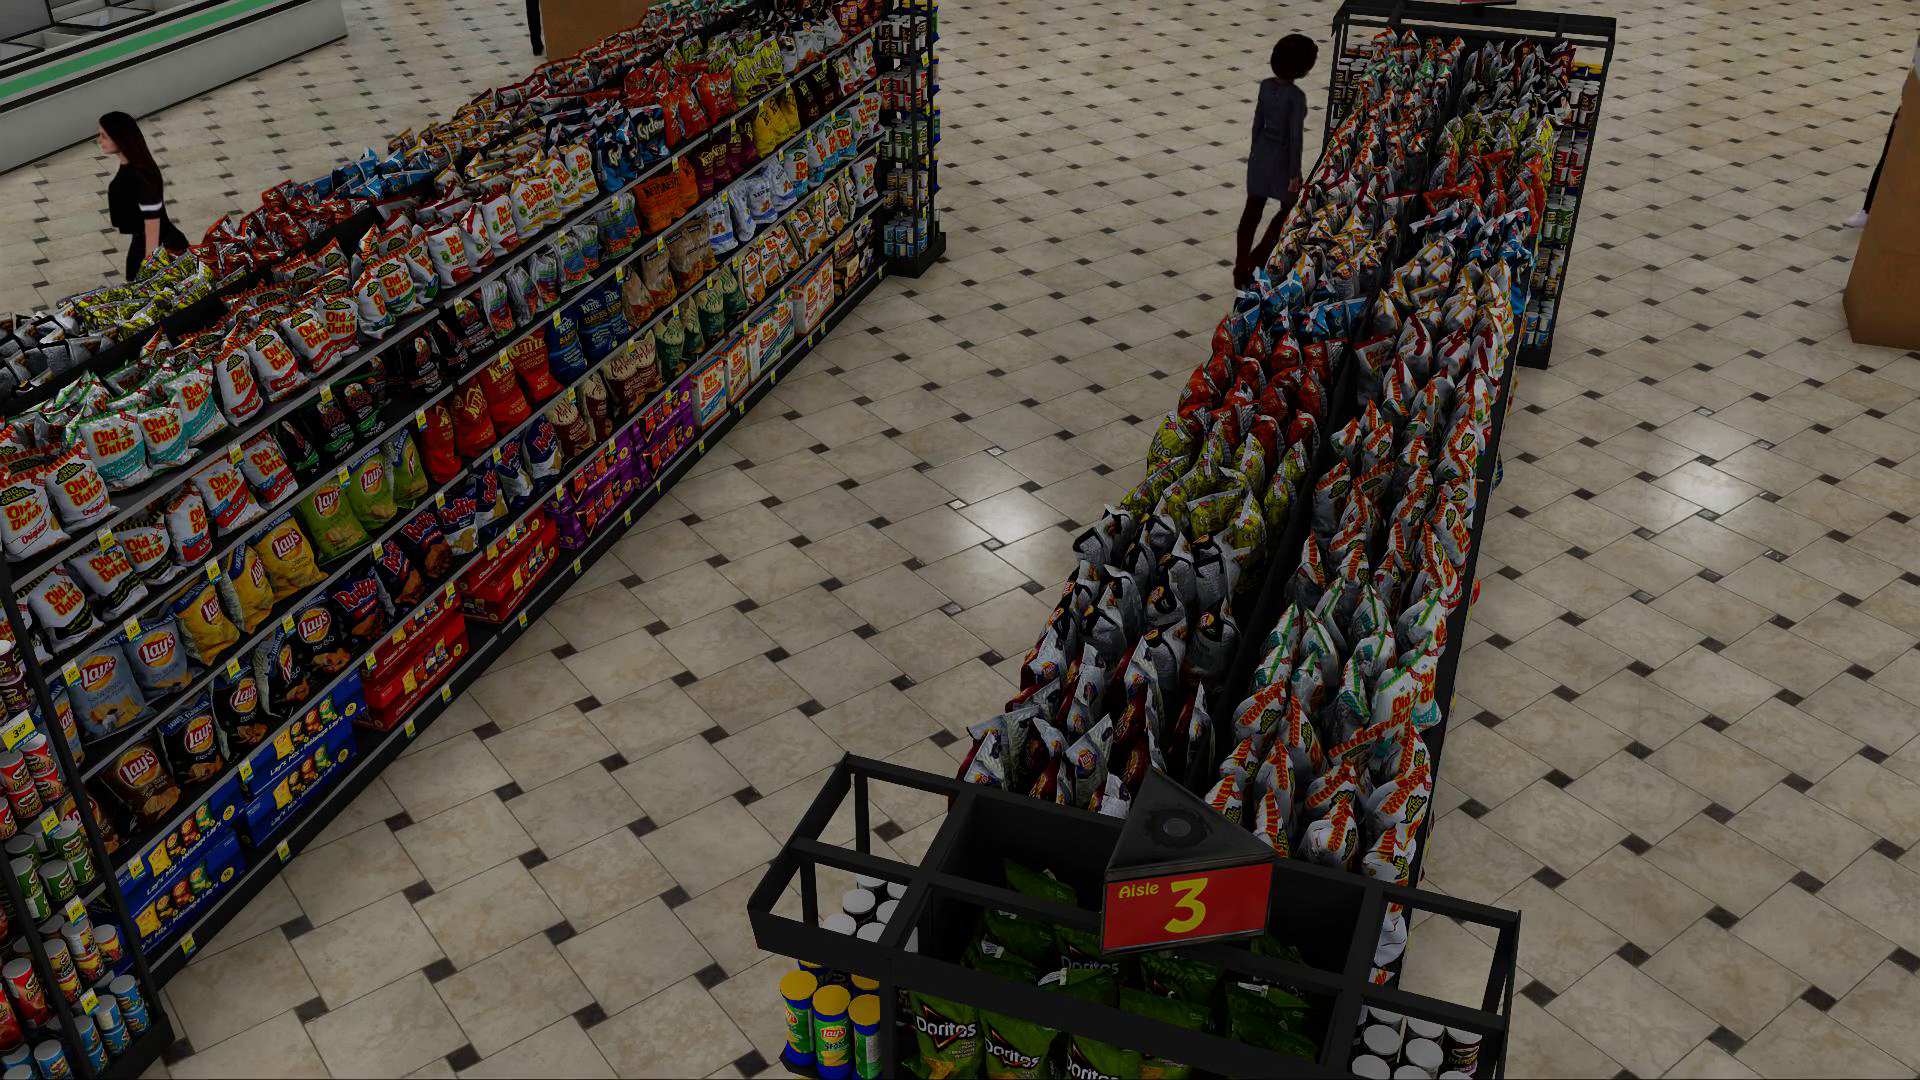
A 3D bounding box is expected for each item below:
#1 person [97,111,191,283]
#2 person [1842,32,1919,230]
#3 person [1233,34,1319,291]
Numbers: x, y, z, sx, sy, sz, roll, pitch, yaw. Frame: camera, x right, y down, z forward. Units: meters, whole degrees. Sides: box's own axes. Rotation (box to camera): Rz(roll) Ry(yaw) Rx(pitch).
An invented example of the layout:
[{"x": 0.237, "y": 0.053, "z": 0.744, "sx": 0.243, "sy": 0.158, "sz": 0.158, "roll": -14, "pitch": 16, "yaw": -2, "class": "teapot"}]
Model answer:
[{"x": -4.611, "y": -1.703, "z": 9.755, "sx": 1.178, "sy": 1.598, "sz": 0.927, "roll": -26, "pitch": 40, "yaw": -35, "class": "person"}, {"x": 6.889, "y": -3.033, "z": 11.752, "sx": 1.084, "sy": 1.746, "sz": 0.988, "roll": -17, "pitch": 36, "yaw": -25, "class": "person"}, {"x": 1.989, "y": -2.388, "z": 10.764, "sx": 0.822, "sy": 1.695, "sz": 0.794, "roll": -24, "pitch": 39, "yaw": -33, "class": "person"}]
